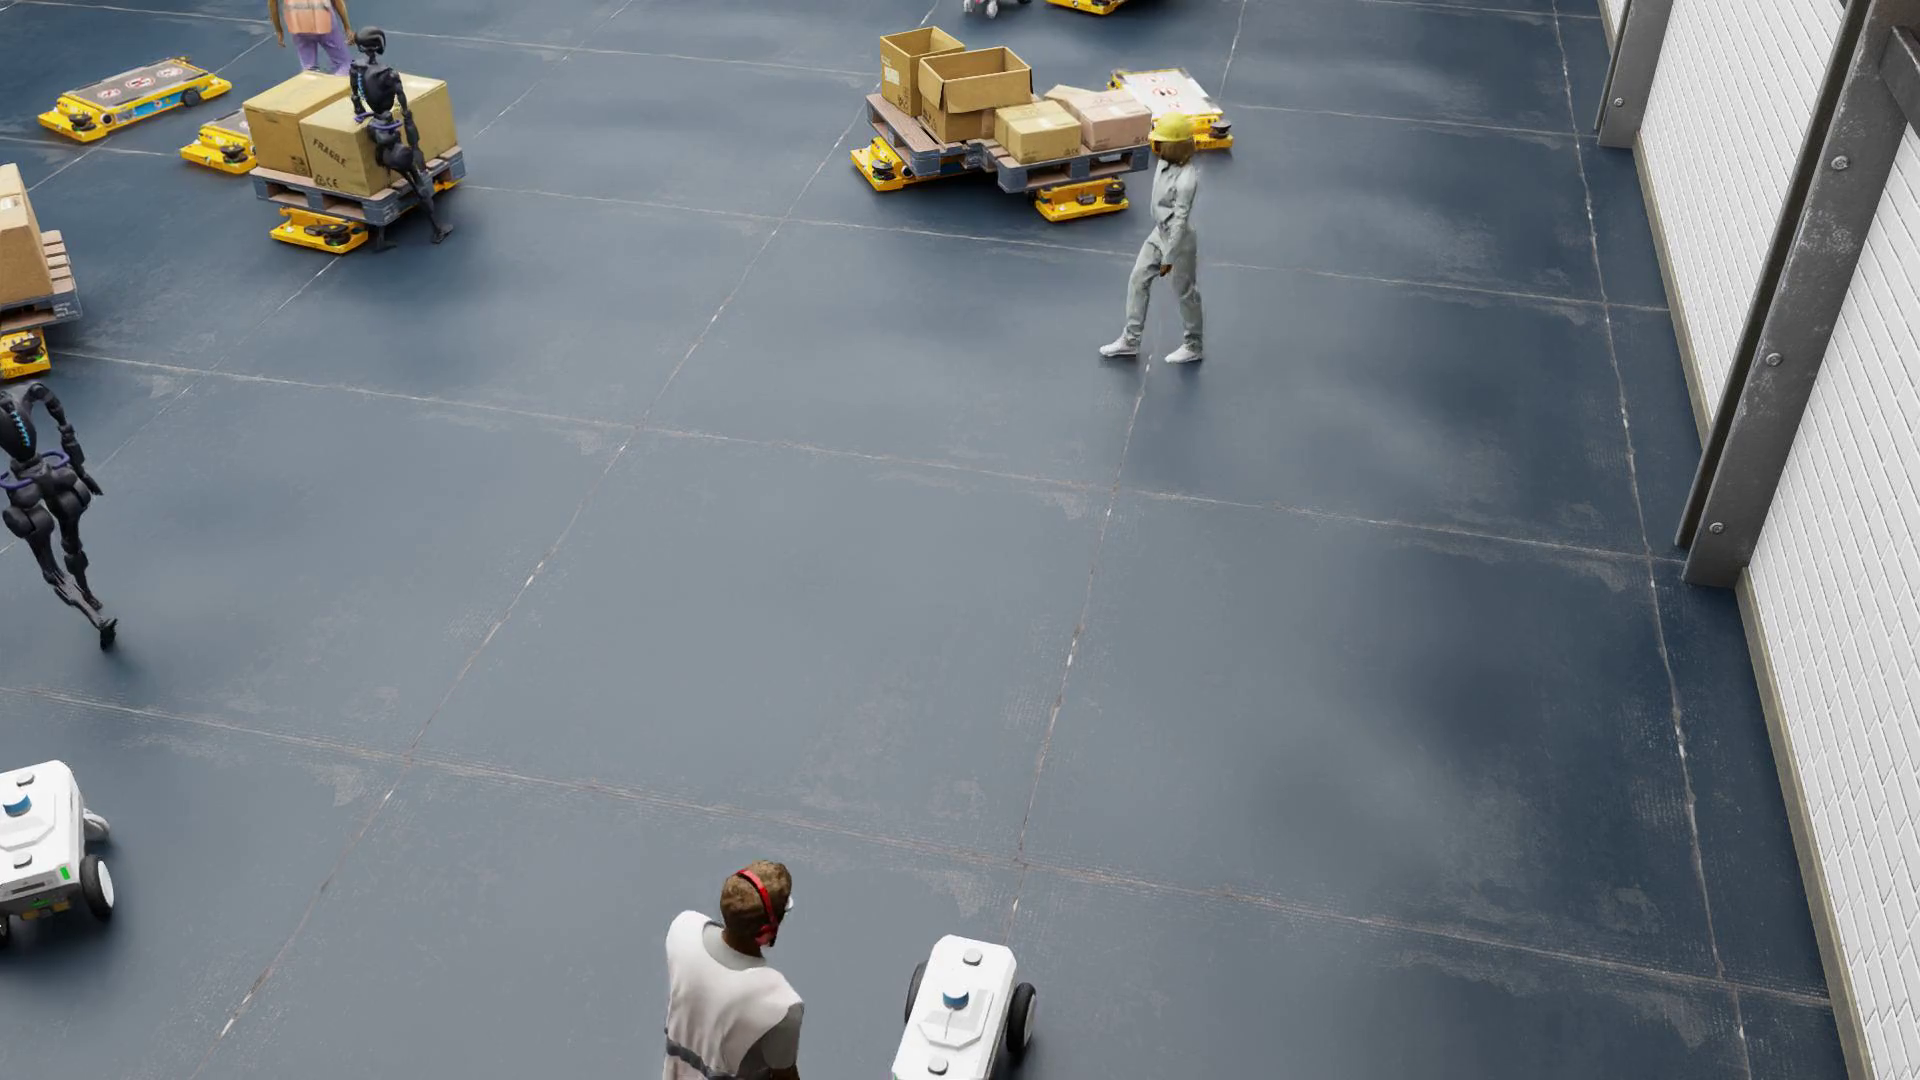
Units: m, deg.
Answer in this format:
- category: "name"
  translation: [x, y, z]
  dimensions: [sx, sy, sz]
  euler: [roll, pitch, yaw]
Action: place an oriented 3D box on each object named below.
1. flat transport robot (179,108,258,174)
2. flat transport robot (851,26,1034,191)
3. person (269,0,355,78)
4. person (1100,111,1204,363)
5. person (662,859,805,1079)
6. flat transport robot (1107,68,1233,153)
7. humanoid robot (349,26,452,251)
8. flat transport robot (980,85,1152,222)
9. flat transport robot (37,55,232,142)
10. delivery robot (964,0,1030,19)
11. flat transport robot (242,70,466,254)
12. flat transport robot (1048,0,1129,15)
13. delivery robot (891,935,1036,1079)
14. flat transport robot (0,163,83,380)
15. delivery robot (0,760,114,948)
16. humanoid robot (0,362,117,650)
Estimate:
- category: "flat transport robot"
  translation: [-5.685, -3.437, 13.817]
  dimensions: [0.659, 0.231, 1.431]
  euler: [19, 41, 23]
- category: "flat transport robot"
  translation: [-0.099, -3.120, 13.393]
  dimensions: [1.431, 0.231, 0.659]
  euler: [-13, 39, -17]
- category: "person"
  translation: [-5.231, -4.118, 13.423]
  dimensions: [0.657, 1.826, 0.426]
  euler: [-4, 37, -5]
- category: "person"
  translation: [1.257, -1.871, 10.505]
  dimensions: [0.779, 1.712, 0.506]
  euler: [-9, 38, -12]
- category: "person"
  translation: [-0.714, 1.786, 5.554]
  dimensions: [0.561, 1.800, 0.654]
  euler: [24, 43, 28]
- category: "flat transport robot"
  translation: [1.770, -3.670, 14.130]
  dimensions: [0.659, 0.231, 1.431]
  euler: [-8, 37, -10]
- category: "humanoid robot"
  translation: [-4.115, -2.888, 11.935]
  dimensions: [0.613, 1.642, 0.595]
  euler: [21, 41, 25]
- category: "flat transport robot"
  translation: [0.730, -2.921, 13.127]
  dimensions: [0.659, 0.231, 1.431]
  euler: [-13, 39, -17]
- category: "flat transport robot"
  translation: [-7.094, -3.807, 14.312]
  dimensions: [0.659, 0.231, 1.431]
  euler: [23, 43, 28]
- category: "delivery robot"
  translation: [0.347, -5.486, 16.314]
  dimensions: [0.499, 0.587, 0.769]
  euler: [20, 41, 25]
- category: "flat transport robot"
  translation: [-4.524, -2.606, 12.705]
  dimensions: [0.659, 0.231, 1.431]
  euler: [14, 39, 18]
- category: "flat transport robot"
  translation: [1.563, -5.623, 16.743]
  dimensions: [0.659, 0.231, 1.431]
  euler: [24, 43, 29]
- category: "delivery robot"
  translation: [-0.017, 1.899, 6.448]
  dimensions: [0.517, 0.605, 0.777]
  euler: [9, 38, 12]
- category: "flat transport robot"
  translation: [-6.551, -1.457, 11.169]
  dimensions: [0.659, 0.231, 1.431]
  euler: [-18, 40, -22]
- category: "delivery robot"
  translation: [-3.987, 1.349, 7.191]
  dimensions: [0.507, 0.613, 0.785]
  euler: [-14, 39, -18]
- category: "humanoid robot"
  translation: [-4.583, -0.211, 8.347]
  dimensions: [0.676, 1.644, 0.601]
  euler: [23, 42, 27]
